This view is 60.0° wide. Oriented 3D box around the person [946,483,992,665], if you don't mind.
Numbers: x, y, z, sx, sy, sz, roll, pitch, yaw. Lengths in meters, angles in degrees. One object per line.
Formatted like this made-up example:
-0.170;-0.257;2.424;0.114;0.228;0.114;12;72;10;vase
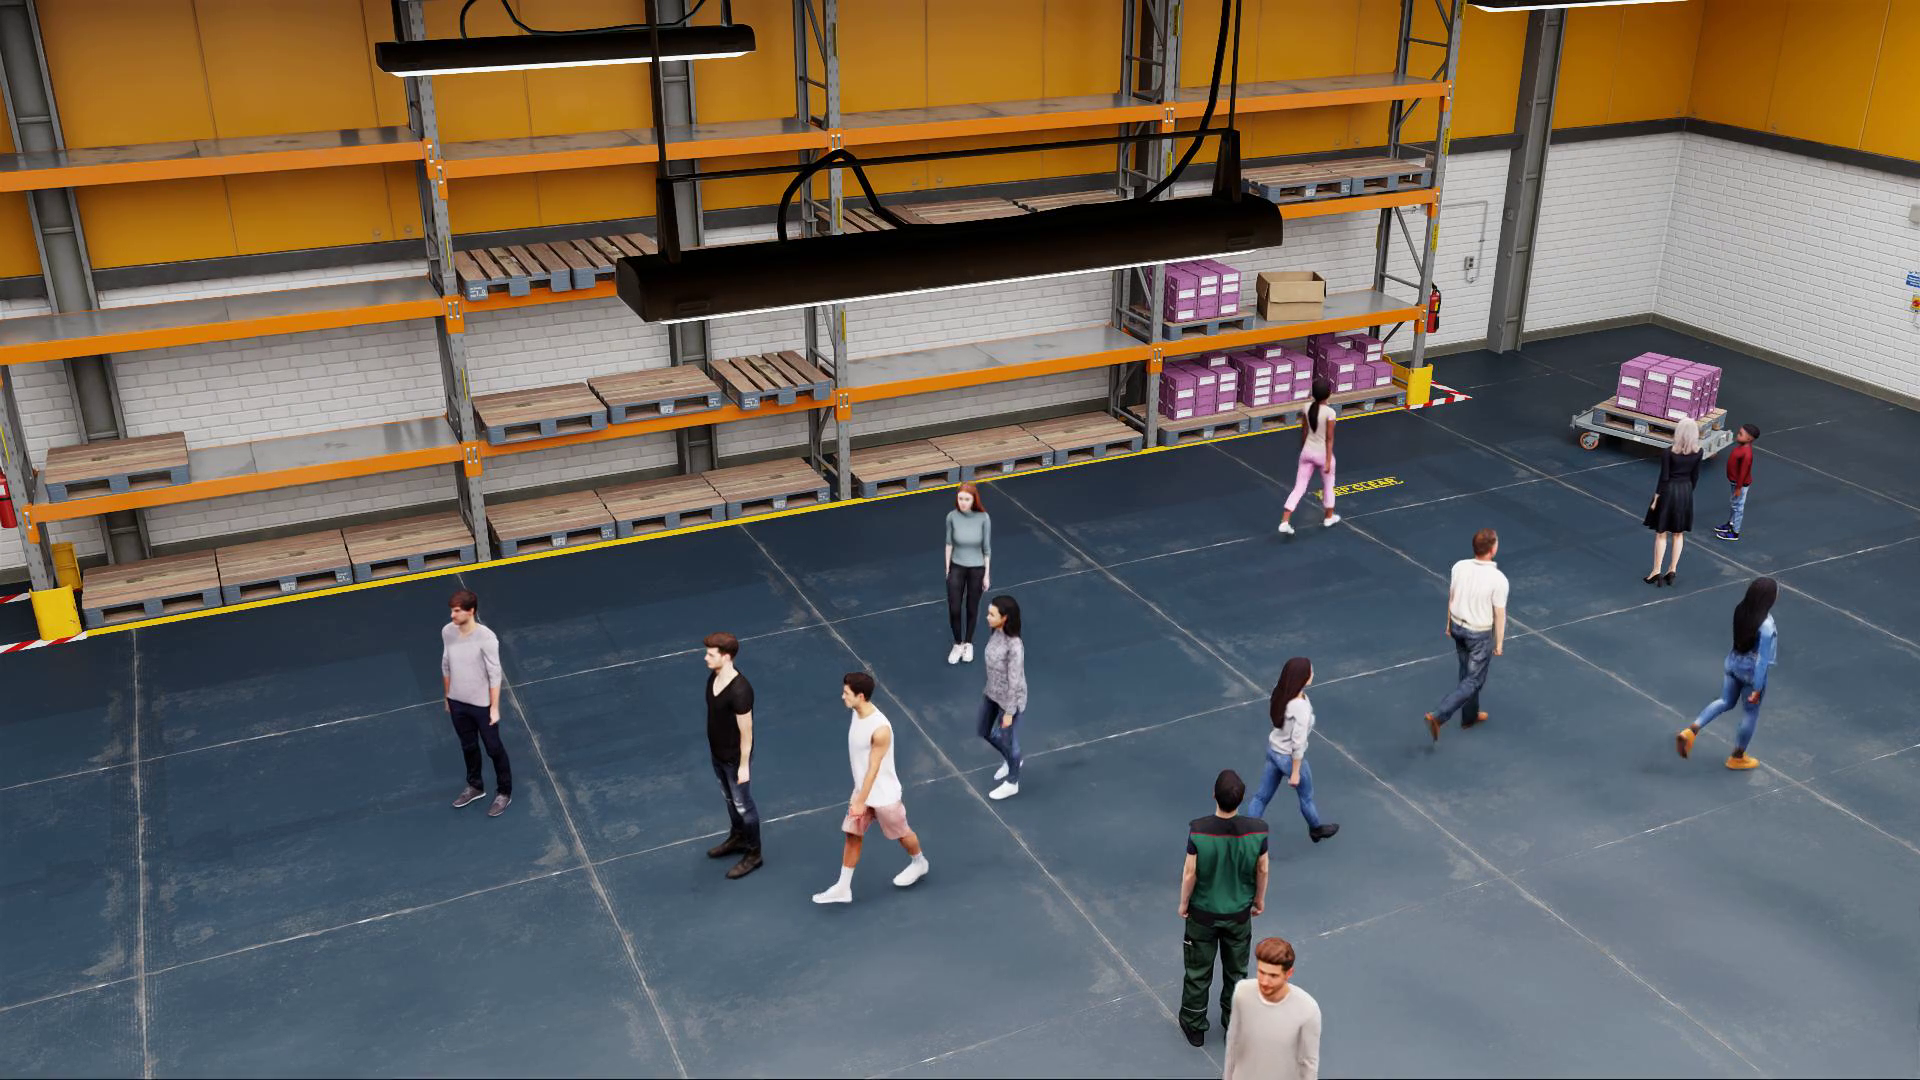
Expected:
0.094;0.267;14.916;0.691;1.732;0.762;3;24;7;person

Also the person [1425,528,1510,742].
4.112;0.801;13.573;1.162;1.829;0.811;-17;29;-33;person

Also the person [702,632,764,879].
-1.617;1.509;11.871;0.587;1.895;0.711;-14;27;-30;person

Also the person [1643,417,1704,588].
7.021;-0.381;16.379;0.595;1.746;0.728;-4;24;-8;person

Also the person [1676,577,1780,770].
6.106;1.071;13.118;1.026;1.698;0.768;-4;24;-9;person

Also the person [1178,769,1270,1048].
1.591;2.246;10.178;0.642;1.900;0.813;-2;24;-4;person

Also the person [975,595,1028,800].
0.425;1.194;12.808;0.625;1.720;0.638;-12;26;-26;person

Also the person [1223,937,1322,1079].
1.661;2.857;8.791;0.943;1.892;1.025;12;26;25;person

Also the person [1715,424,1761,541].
8.248;-0.631;17.563;0.633;1.255;0.578;7;25;16;person

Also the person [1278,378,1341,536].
3.671;-0.827;17.462;1.243;1.696;0.864;-21;31;-39;person

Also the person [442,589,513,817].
-3.678;1.209;12.620;0.731;1.844;0.772;10;26;22;person

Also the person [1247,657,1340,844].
2.287;1.606;12.038;1.035;1.582;0.668;-9;25;-19;person

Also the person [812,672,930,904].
-0.497;1.729;11.574;1.160;1.728;0.707;-13;27;-27;person
